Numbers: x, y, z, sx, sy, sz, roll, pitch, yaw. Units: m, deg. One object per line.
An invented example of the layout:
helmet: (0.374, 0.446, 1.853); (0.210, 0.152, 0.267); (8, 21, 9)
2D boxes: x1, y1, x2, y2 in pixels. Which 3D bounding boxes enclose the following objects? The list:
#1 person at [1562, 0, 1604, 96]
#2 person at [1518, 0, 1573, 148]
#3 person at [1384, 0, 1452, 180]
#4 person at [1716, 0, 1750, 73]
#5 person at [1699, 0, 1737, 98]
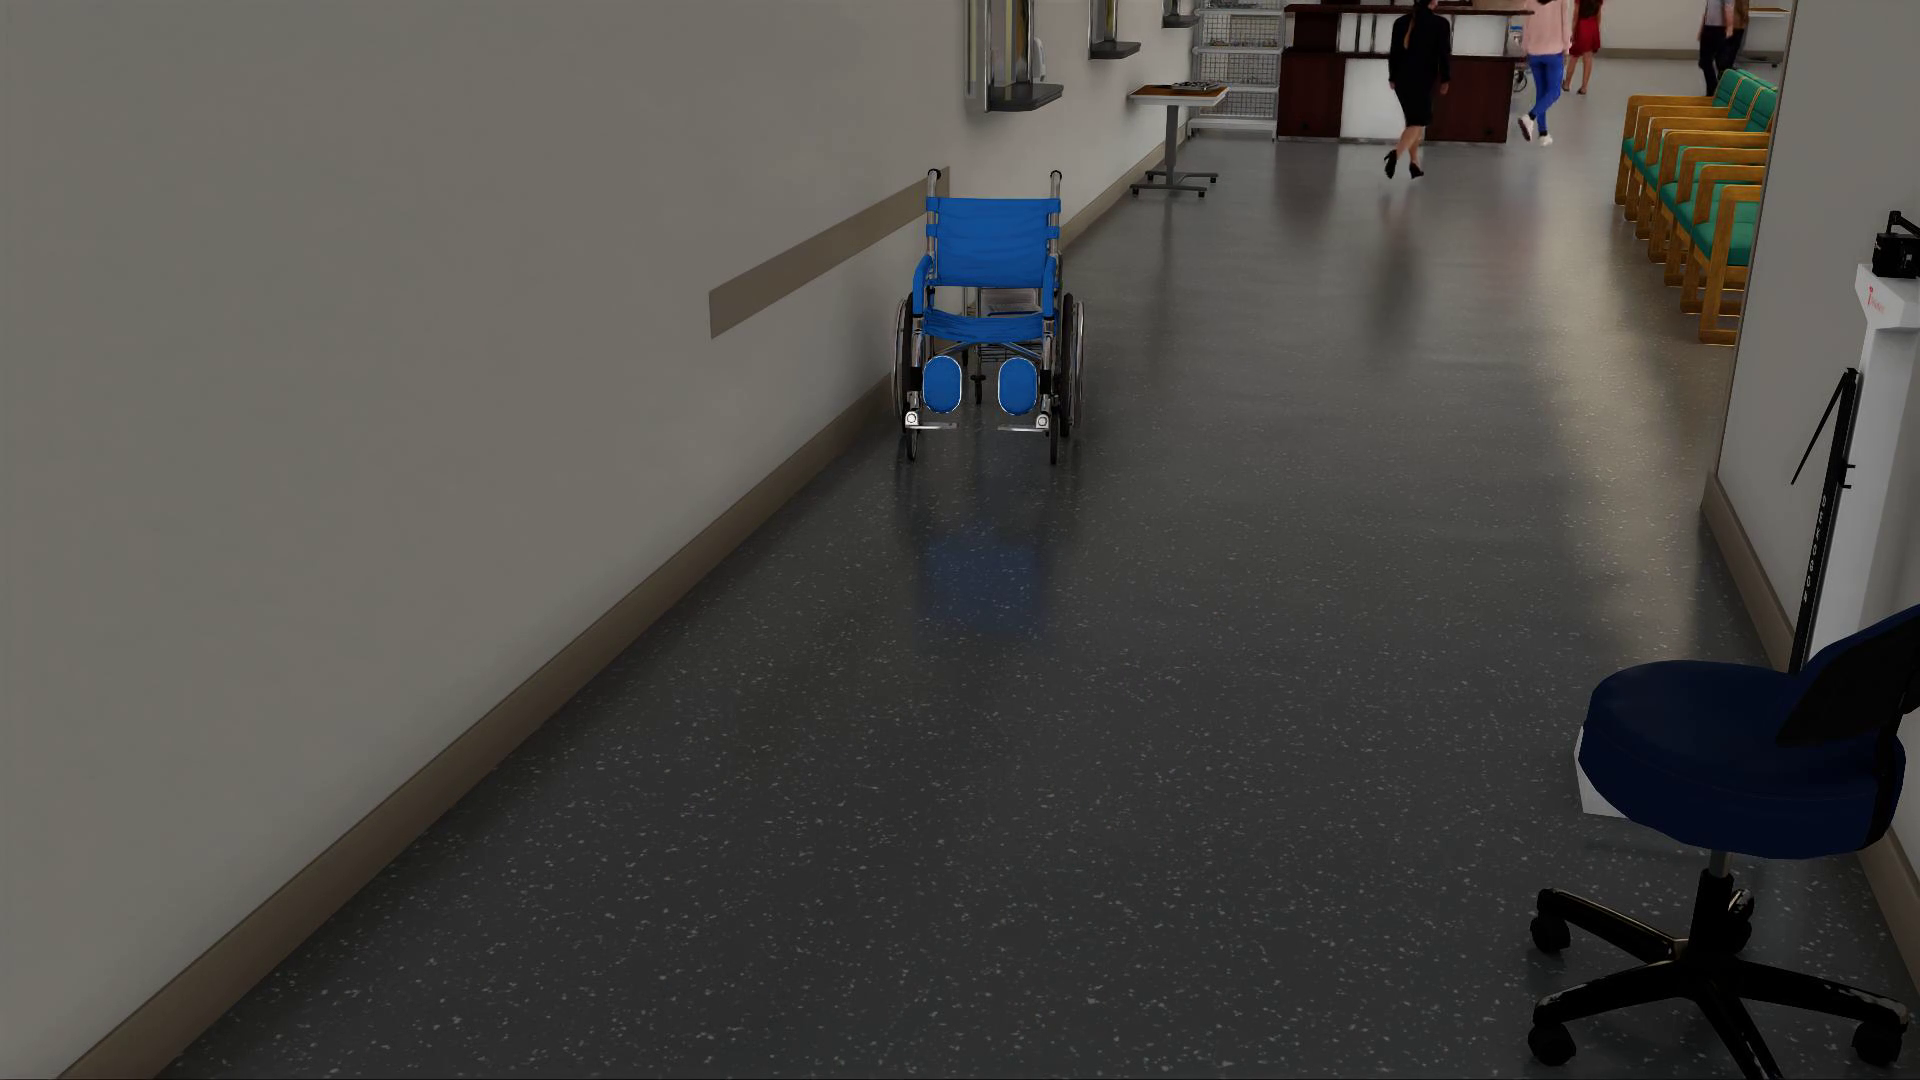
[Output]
person: (7.863, -6.322, 20.862); (1.056, 1.504, 0.775); (1, 21, 2)
person: (5.673, -4.703, 16.258); (0.987, 1.737, 0.998); (-17, 27, -38)
person: (3.853, -3.861, 14.165); (1.097, 1.646, 1.046); (17, 27, 38)
person: (11.219, -7.512, 24.077); (0.681, 1.453, 0.659); (-4, 21, -11)
person: (9.043, -6.041, 19.690); (0.660, 1.809, 0.895); (-4, 21, -10)
